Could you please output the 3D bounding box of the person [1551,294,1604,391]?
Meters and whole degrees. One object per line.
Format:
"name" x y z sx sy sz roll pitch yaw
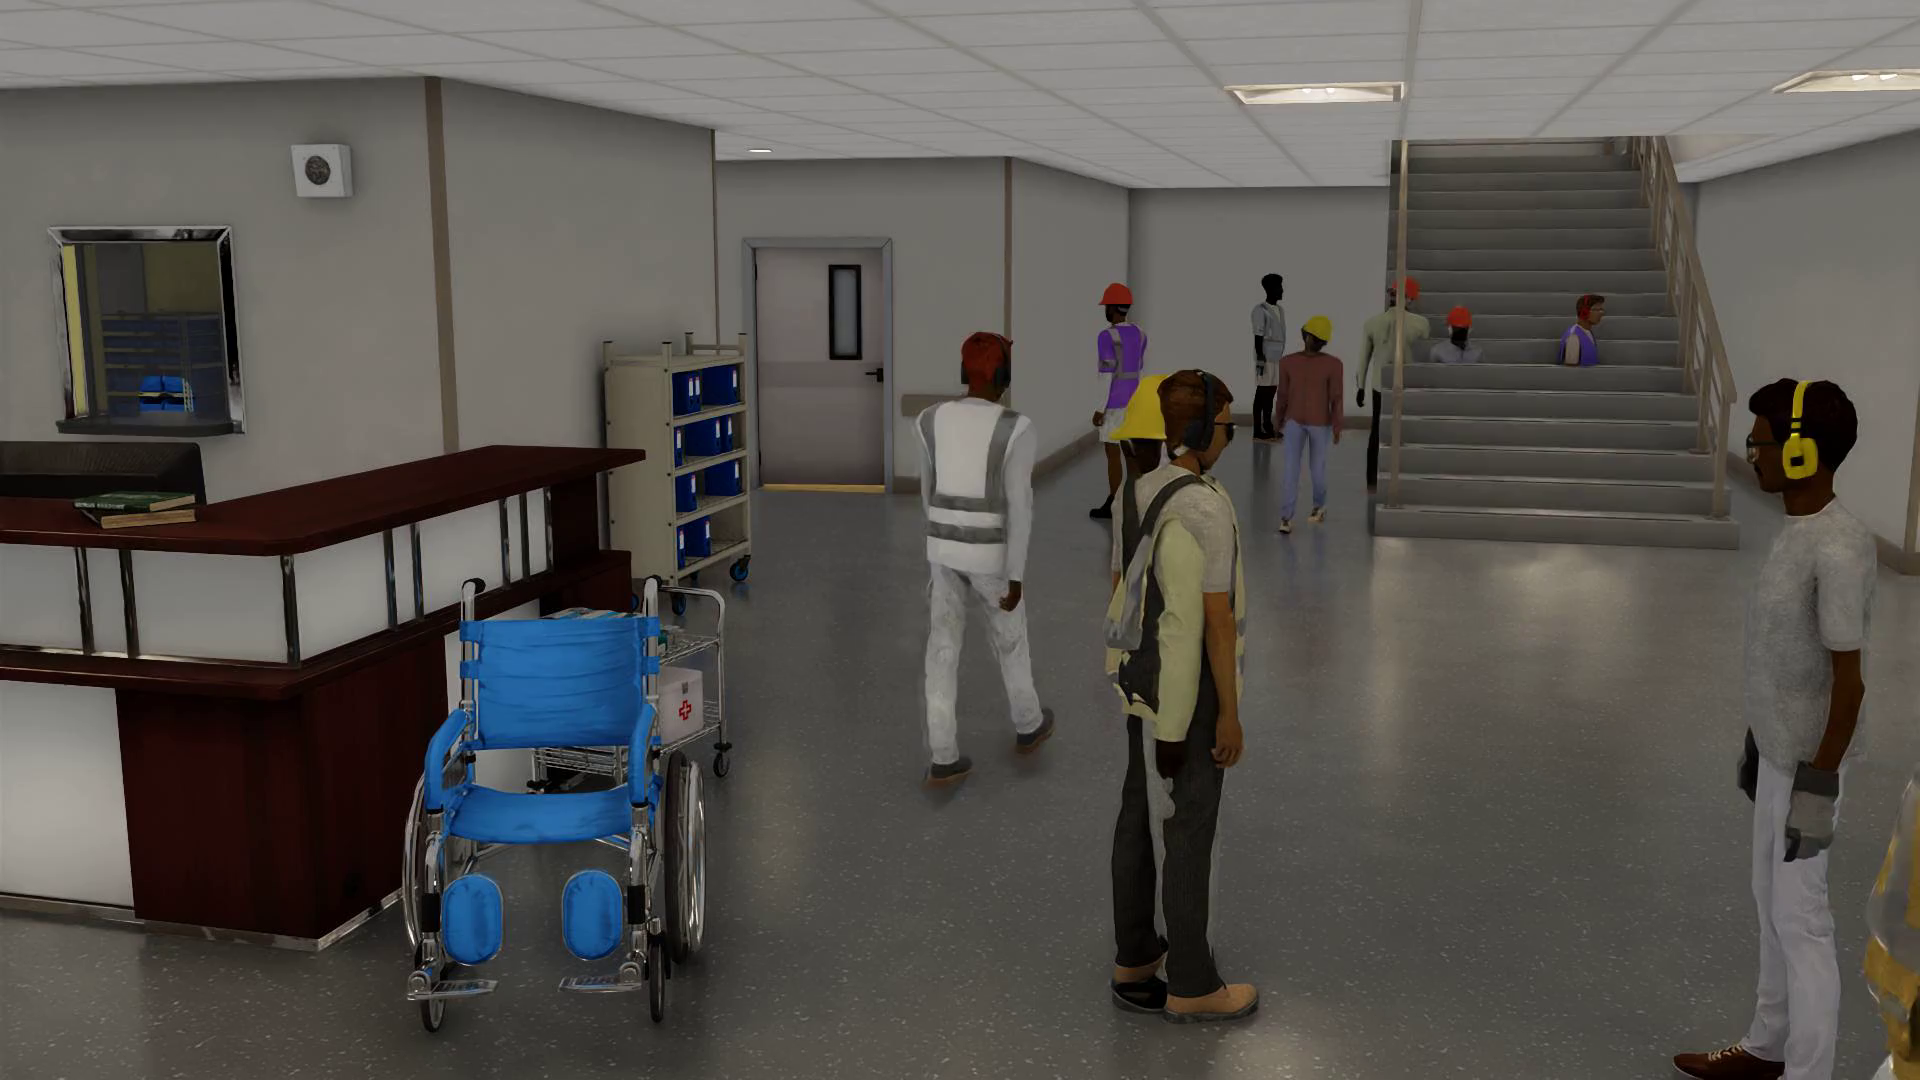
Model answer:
"person" 5.395 -1.232 14.596 0.394 1.834 0.561 6 11 32

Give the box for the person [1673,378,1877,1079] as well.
"person" 2.010 0.542 4.046 0.335 1.864 0.521 2 10 14

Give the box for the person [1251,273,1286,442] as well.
"person" 3.645 -2.145 19.560 0.367 1.966 0.606 7 12 36

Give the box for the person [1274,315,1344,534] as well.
"person" 2.774 -0.936 13.230 0.555 1.705 0.904 4 10 22

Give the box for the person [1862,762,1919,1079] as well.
"person" 1.684 0.815 2.665 0.652 1.797 0.942 -7 12 -34

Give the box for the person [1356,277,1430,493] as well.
"person" 3.944 -1.392 15.115 0.678 1.974 0.440 5 11 29

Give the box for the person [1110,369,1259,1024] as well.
"person" 0.622 0.439 4.713 0.345 1.840 0.504 -5 11 -29

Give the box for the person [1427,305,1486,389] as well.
"person" 4.438 -1.239 14.914 0.553 1.730 0.705 -1 10 -5

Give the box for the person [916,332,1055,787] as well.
"person" 0.111 0.055 6.985 0.578 1.838 0.948 5 11 26

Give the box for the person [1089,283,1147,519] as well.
"person" 1.288 -1.138 13.717 0.358 1.938 0.542 9 13 42

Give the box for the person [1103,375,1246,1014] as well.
"person" 0.613 0.439 4.779 0.403 1.824 0.598 2 10 10
